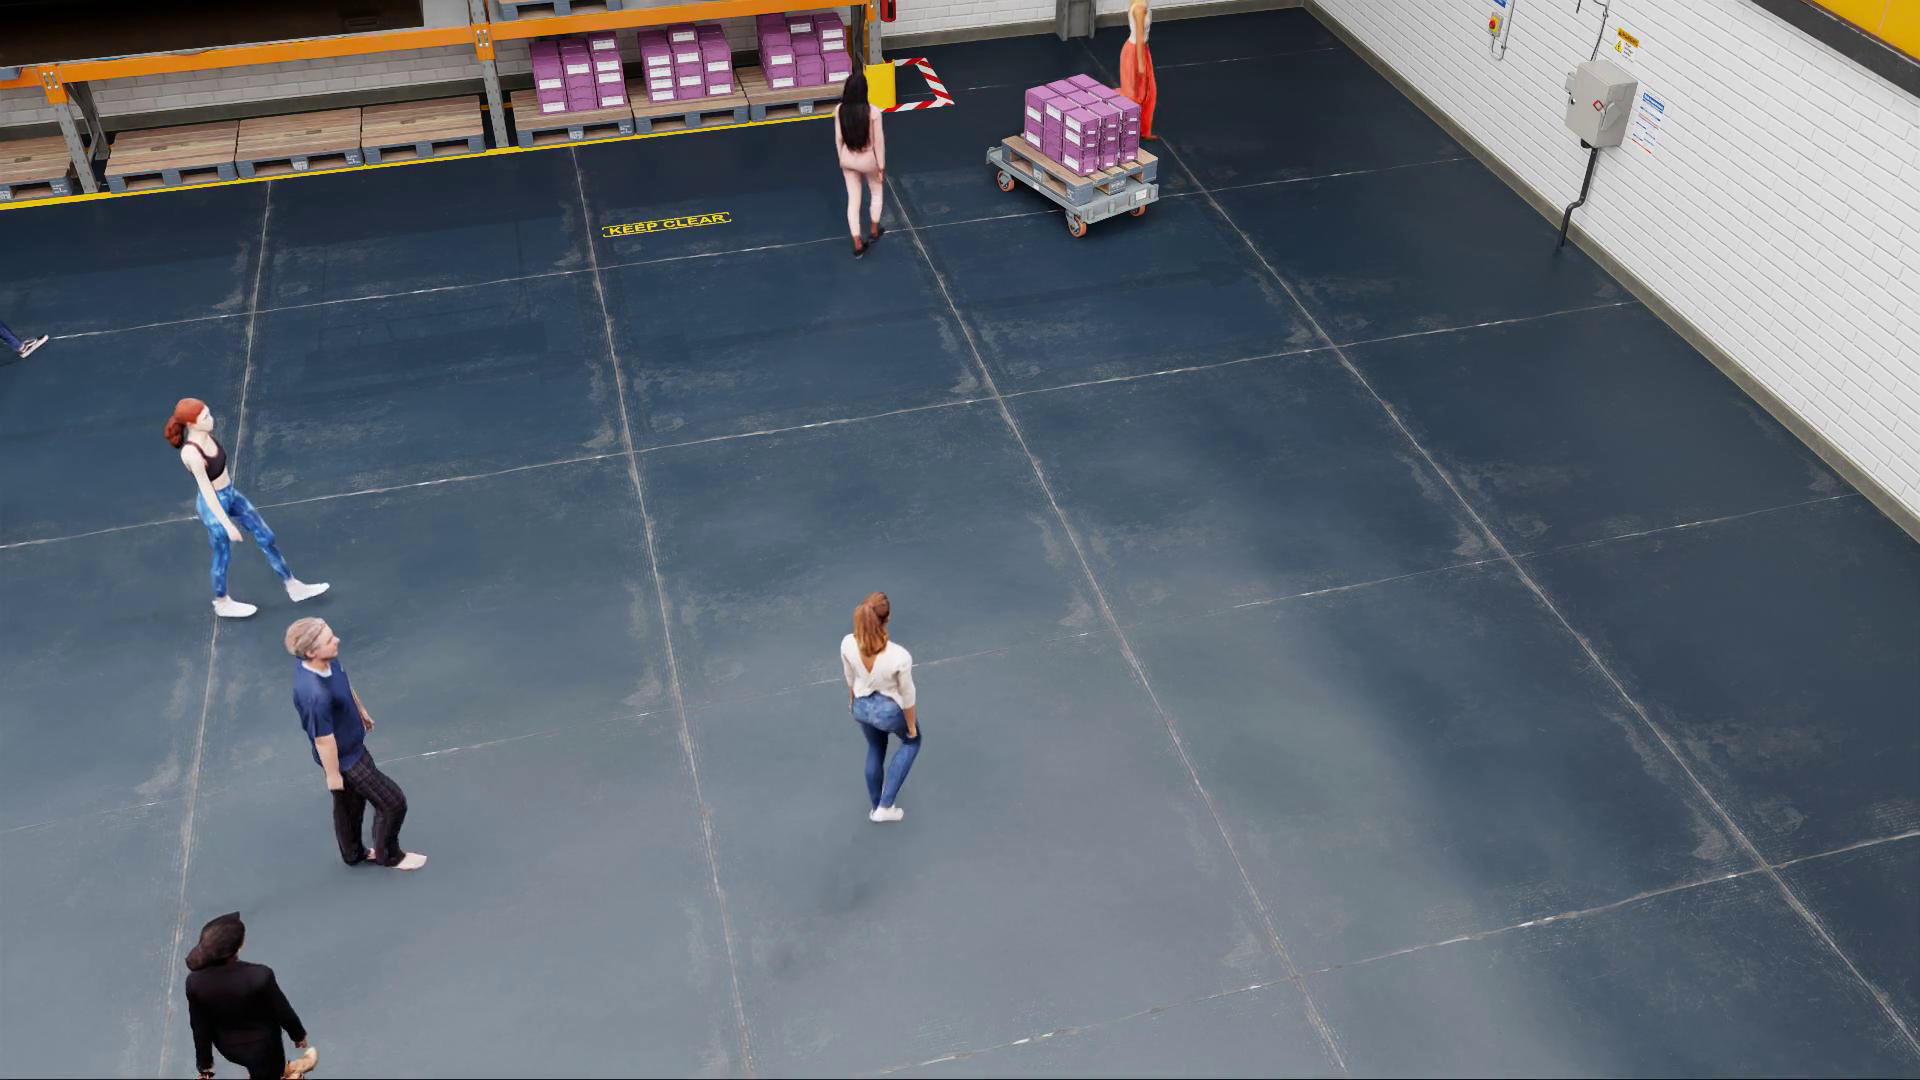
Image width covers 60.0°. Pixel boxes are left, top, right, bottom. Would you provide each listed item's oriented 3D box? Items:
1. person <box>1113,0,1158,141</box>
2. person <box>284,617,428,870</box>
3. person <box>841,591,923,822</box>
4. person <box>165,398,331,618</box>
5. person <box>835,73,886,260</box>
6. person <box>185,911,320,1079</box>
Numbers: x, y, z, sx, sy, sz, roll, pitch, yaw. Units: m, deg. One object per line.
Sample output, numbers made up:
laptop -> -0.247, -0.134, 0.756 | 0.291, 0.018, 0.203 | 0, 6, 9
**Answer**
person -> 1.690, -4.897, 16.902 | 1.066, 1.776, 0.935 | 12, 40, 15
person -> -3.515, 1.188, 9.219 | 0.694, 1.856, 0.675 | -10, 40, -12
person -> -0.479, 1.040, 9.522 | 0.777, 1.709, 0.840 | 17, 42, 20
person -> -4.967, -0.173, 11.000 | 1.019, 1.760, 0.684 | -5, 39, -6
person -> -0.926, -3.341, 15.010 | 0.879, 1.705, 0.914 | 10, 40, 12
person -> -3.354, 2.475, 7.822 | 1.021, 1.588, 0.813 | -5, 39, -6
